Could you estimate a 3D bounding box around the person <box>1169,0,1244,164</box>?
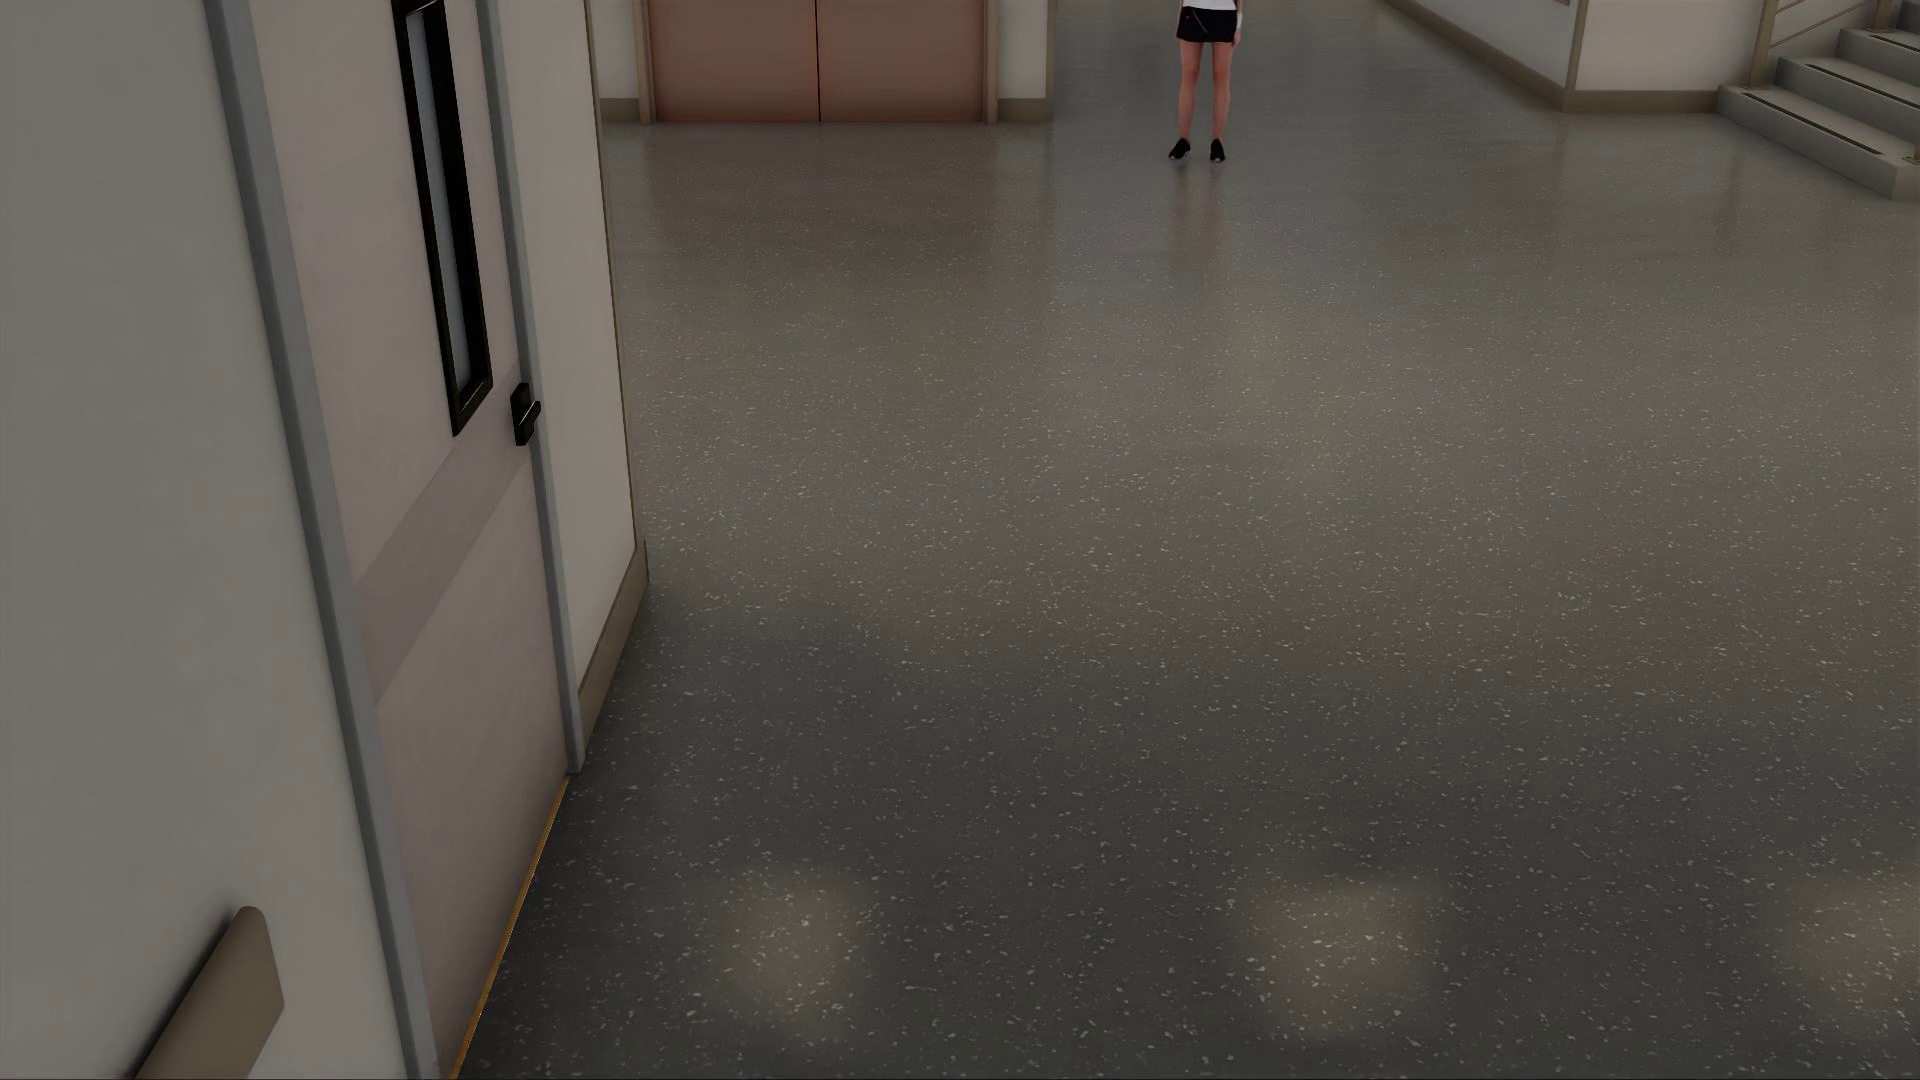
[{"bbox_3d":[1.586,-3.293,10.533,0.549,1.750,0.680,7,27,14],"label":"person"}]
